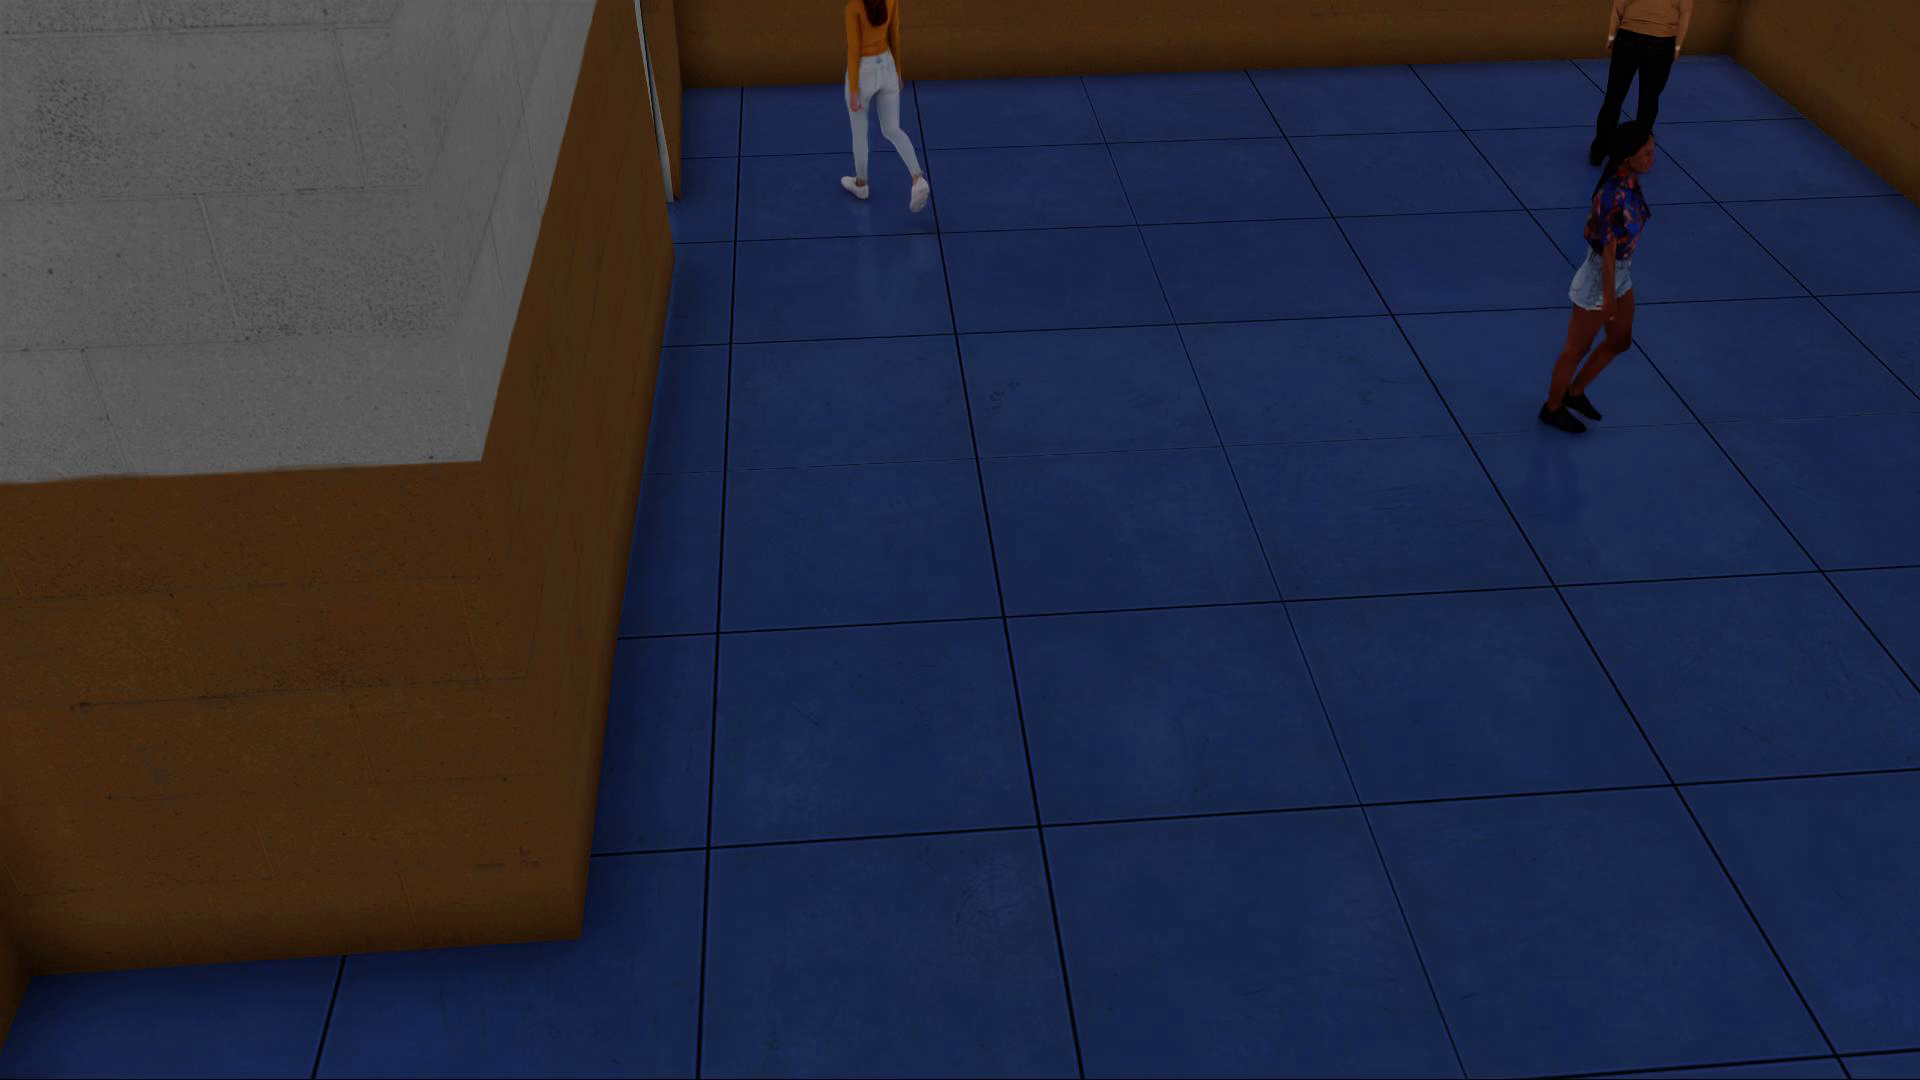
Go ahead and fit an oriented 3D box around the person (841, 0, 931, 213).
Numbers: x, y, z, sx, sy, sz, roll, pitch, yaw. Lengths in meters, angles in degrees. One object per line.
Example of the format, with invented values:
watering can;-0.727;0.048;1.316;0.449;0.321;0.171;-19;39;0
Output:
person;-0.502;-2.934;10.747;1.113;1.727;1.050;-26;44;-30

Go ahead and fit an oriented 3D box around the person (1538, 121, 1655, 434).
person;3.243;-1.340;8.620;0.764;1.731;0.702;27;45;31

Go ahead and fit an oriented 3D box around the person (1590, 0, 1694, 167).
person;4.659;-3.385;11.320;0.716;1.754;0.817;18;40;22
